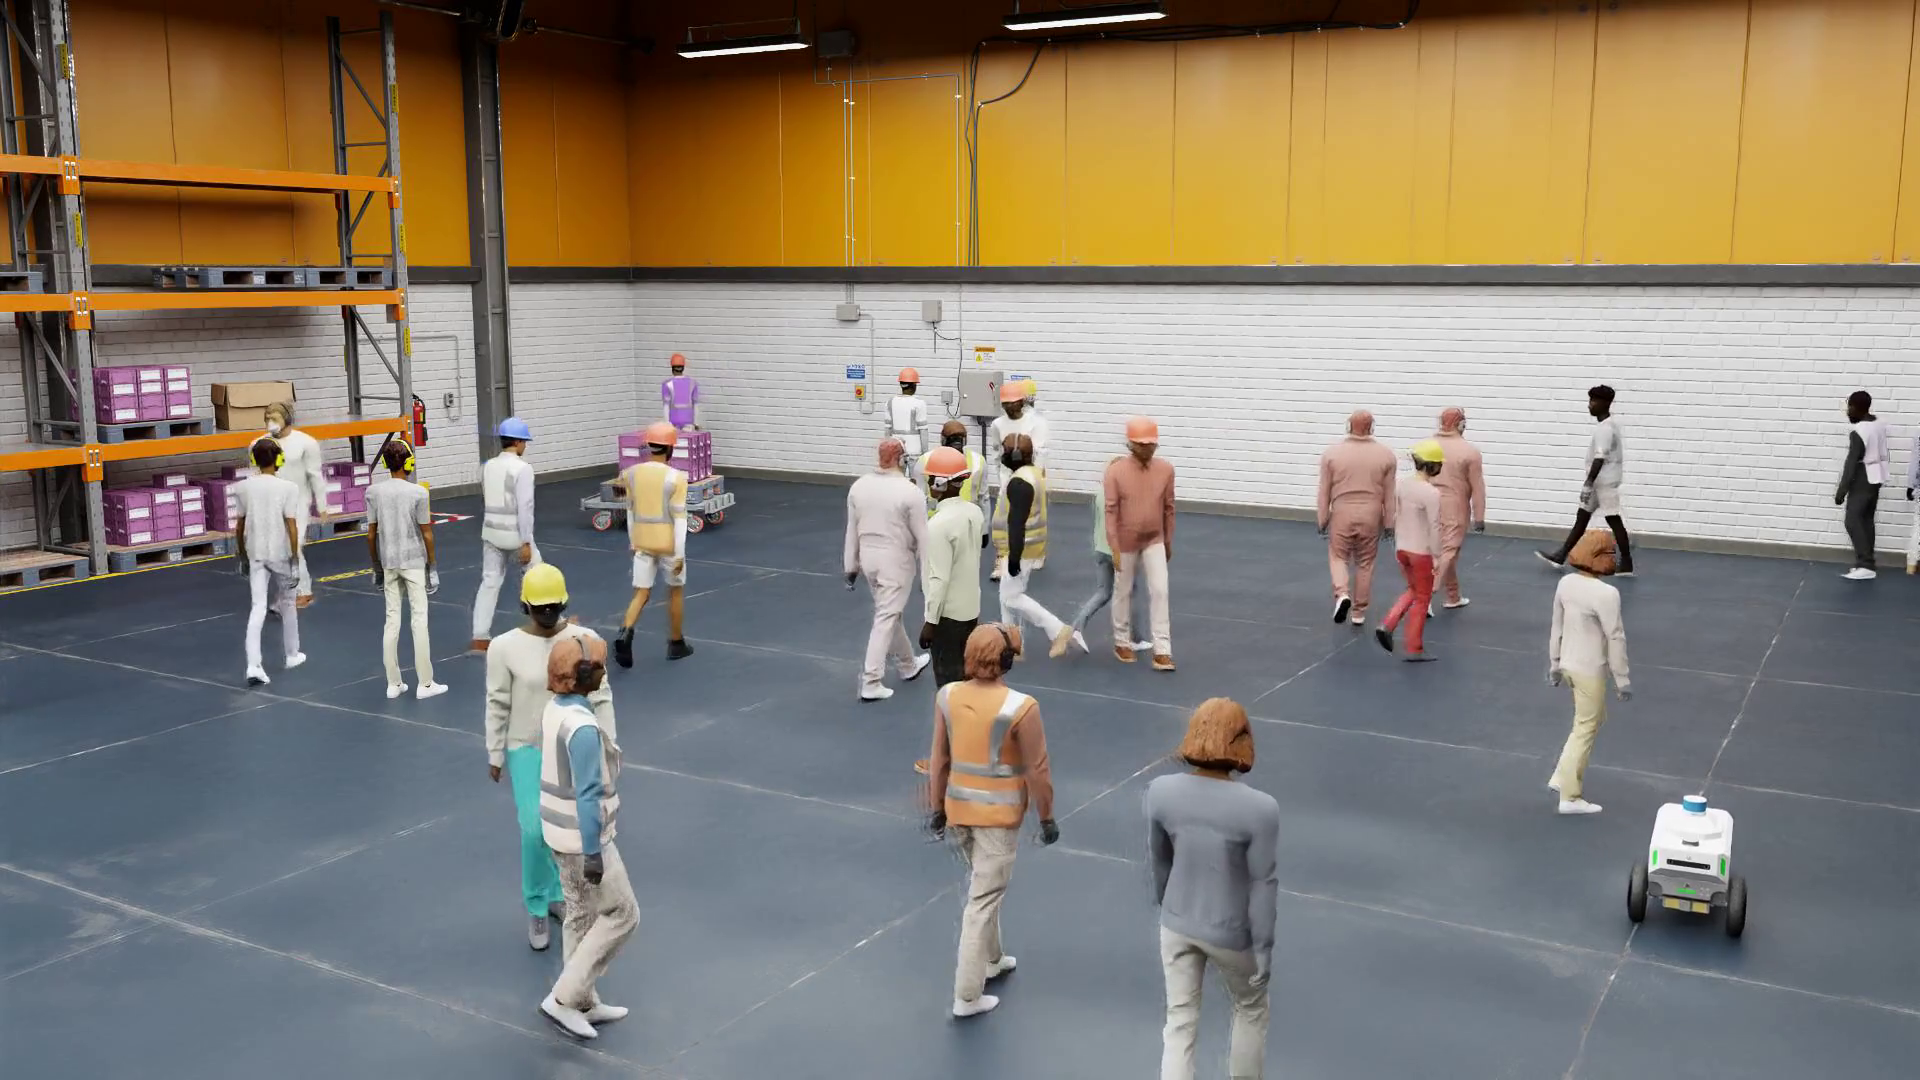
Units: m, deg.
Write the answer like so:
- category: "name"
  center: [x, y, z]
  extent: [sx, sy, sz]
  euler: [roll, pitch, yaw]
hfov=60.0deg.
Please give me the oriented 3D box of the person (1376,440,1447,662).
- category: "person"
  center: [3.552, 0.091, 12.938]
  extent: [0.424, 1.750, 0.552]
  euler: [-3, 10, -19]

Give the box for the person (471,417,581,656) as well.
- category: "person"
  center: [-3.561, -0.040, 13.354]
  extent: [0.619, 1.875, 1.041]
  euler: [6, 11, 35]

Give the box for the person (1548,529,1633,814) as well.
- category: "person"
  center: [3.529, 0.743, 9.290]
  extent: [0.364, 1.623, 0.505]
  euler: [-1, 9, -7]

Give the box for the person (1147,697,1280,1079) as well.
- category: "person"
  center: [0.900, 1.319, 5.700]
  extent: [0.511, 1.610, 0.643]
  euler: [6, 11, 33]

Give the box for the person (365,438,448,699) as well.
- category: "person"
  center: [-3.957, 0.205, 11.873]
  extent: [0.507, 1.872, 0.329]
  euler: [1, 9, 8]

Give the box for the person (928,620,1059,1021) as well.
- category: "person"
  center: [0.169, 1.132, 6.880]
  extent: [0.513, 1.613, 0.697]
  euler: [8, 12, 42]

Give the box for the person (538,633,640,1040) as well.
- category: "person"
  center: [-1.477, 1.172, 6.576]
  extent: [0.350, 1.625, 0.529]
  euler: [-5, 10, -27]

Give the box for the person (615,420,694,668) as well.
- category: "person"
  center: [-2.363, 0.037, 12.816]
  extent: [0.553, 1.912, 0.822]
  euler: [3, 10, 17]

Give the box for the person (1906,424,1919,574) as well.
- category: "person"
  center: [9.817, -0.531, 16.586]
  extent: [0.653, 1.832, 0.430]
  euler: [5, 10, 29]

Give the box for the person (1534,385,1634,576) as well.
- category: "person"
  center: [6.352, -0.593, 16.722]
  extent: [0.984, 1.903, 0.633]
  euler: [3, 10, 21]

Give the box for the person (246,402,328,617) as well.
- category: "person"
  center: [-6.013, -0.263, 14.706]
  extent: [0.655, 1.892, 0.973]
  euler: [1, 9, 6]

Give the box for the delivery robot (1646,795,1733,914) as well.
- category: "delivery robot"
  center: [3.465, 1.454, 7.875]
  extent: [0.477, 0.478, 0.707]
  euler: [4, 10, 26]

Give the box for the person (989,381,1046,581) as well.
- category: "person"
  center: [0.598, -0.607, 16.660]
  extent: [0.613, 1.983, 1.113]
  euler: [3, 10, 19]

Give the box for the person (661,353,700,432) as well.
- category: "person"
  center: [-3.944, -1.692, 23.608]
  extent: [0.553, 1.914, 0.827]
  euler: [-5, 10, -28]

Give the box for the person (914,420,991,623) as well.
- category: "person"
  center: [-0.060, -0.087, 13.858]
  extent: [0.643, 1.832, 0.431]
  euler: [-1, 9, -8]

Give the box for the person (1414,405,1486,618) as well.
- category: "person"
  center: [4.311, -0.260, 14.774]
  extent: [0.938, 1.874, 0.661]
  euler: [-7, 12, -38]

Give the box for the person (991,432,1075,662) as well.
- category: "person"
  center: [0.520, 0.077, 12.834]
  extent: [0.631, 1.818, 0.631]
  euler: [1, 9, 7]

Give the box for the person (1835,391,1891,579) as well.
- category: "person"
  center: [9.012, -0.529, 16.527]
  extent: [0.703, 1.861, 0.379]
  euler: [-7, 12, -39]

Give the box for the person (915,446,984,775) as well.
- category: "person"
  center: [-0.066, 0.428, 10.089]
  extent: [0.378, 1.996, 0.611]
  euler: [4, 10, 24]

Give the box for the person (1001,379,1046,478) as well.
- category: "person"
  center: [0.747, -0.933, 19.102]
  extent: [0.601, 1.831, 0.404]
  euler: [7, 12, 39]

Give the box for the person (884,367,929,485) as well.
- category: "person"
  center: [-0.606, -1.056, 19.536]
  extent: [0.553, 1.934, 0.363]
  euler: [4, 10, 26]

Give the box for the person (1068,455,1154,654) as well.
- category: "person"
  center: [1.185, 0.121, 13.250]
  extent: [0.757, 1.597, 0.547]
  euler: [-6, 11, -32]

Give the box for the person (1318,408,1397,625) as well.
- category: "person"
  center: [3.391, -0.179, 14.205]
  extent: [0.665, 1.888, 0.540]
  euler: [1, 9, 9]

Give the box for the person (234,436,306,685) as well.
- category: "person"
  center: [-5.187, 0.139, 12.444]
  extent: [0.526, 1.825, 0.988]
  euler: [-1, 9, -4]

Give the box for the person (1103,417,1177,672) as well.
- category: "person"
  center: [1.400, 0.034, 12.697]
  extent: [0.616, 1.944, 0.930]
  euler: [-2, 9, -14]

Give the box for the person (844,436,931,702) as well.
- category: "person"
  center: [-0.426, 0.186, 11.985]
  extent: [0.675, 1.862, 0.963]
  euler: [7, 12, 39]

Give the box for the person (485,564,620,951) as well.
- category: "person"
  center: [-1.841, 0.960, 7.539]
  extent: [0.552, 1.735, 0.607]
  euler: [-5, 11, -30]
